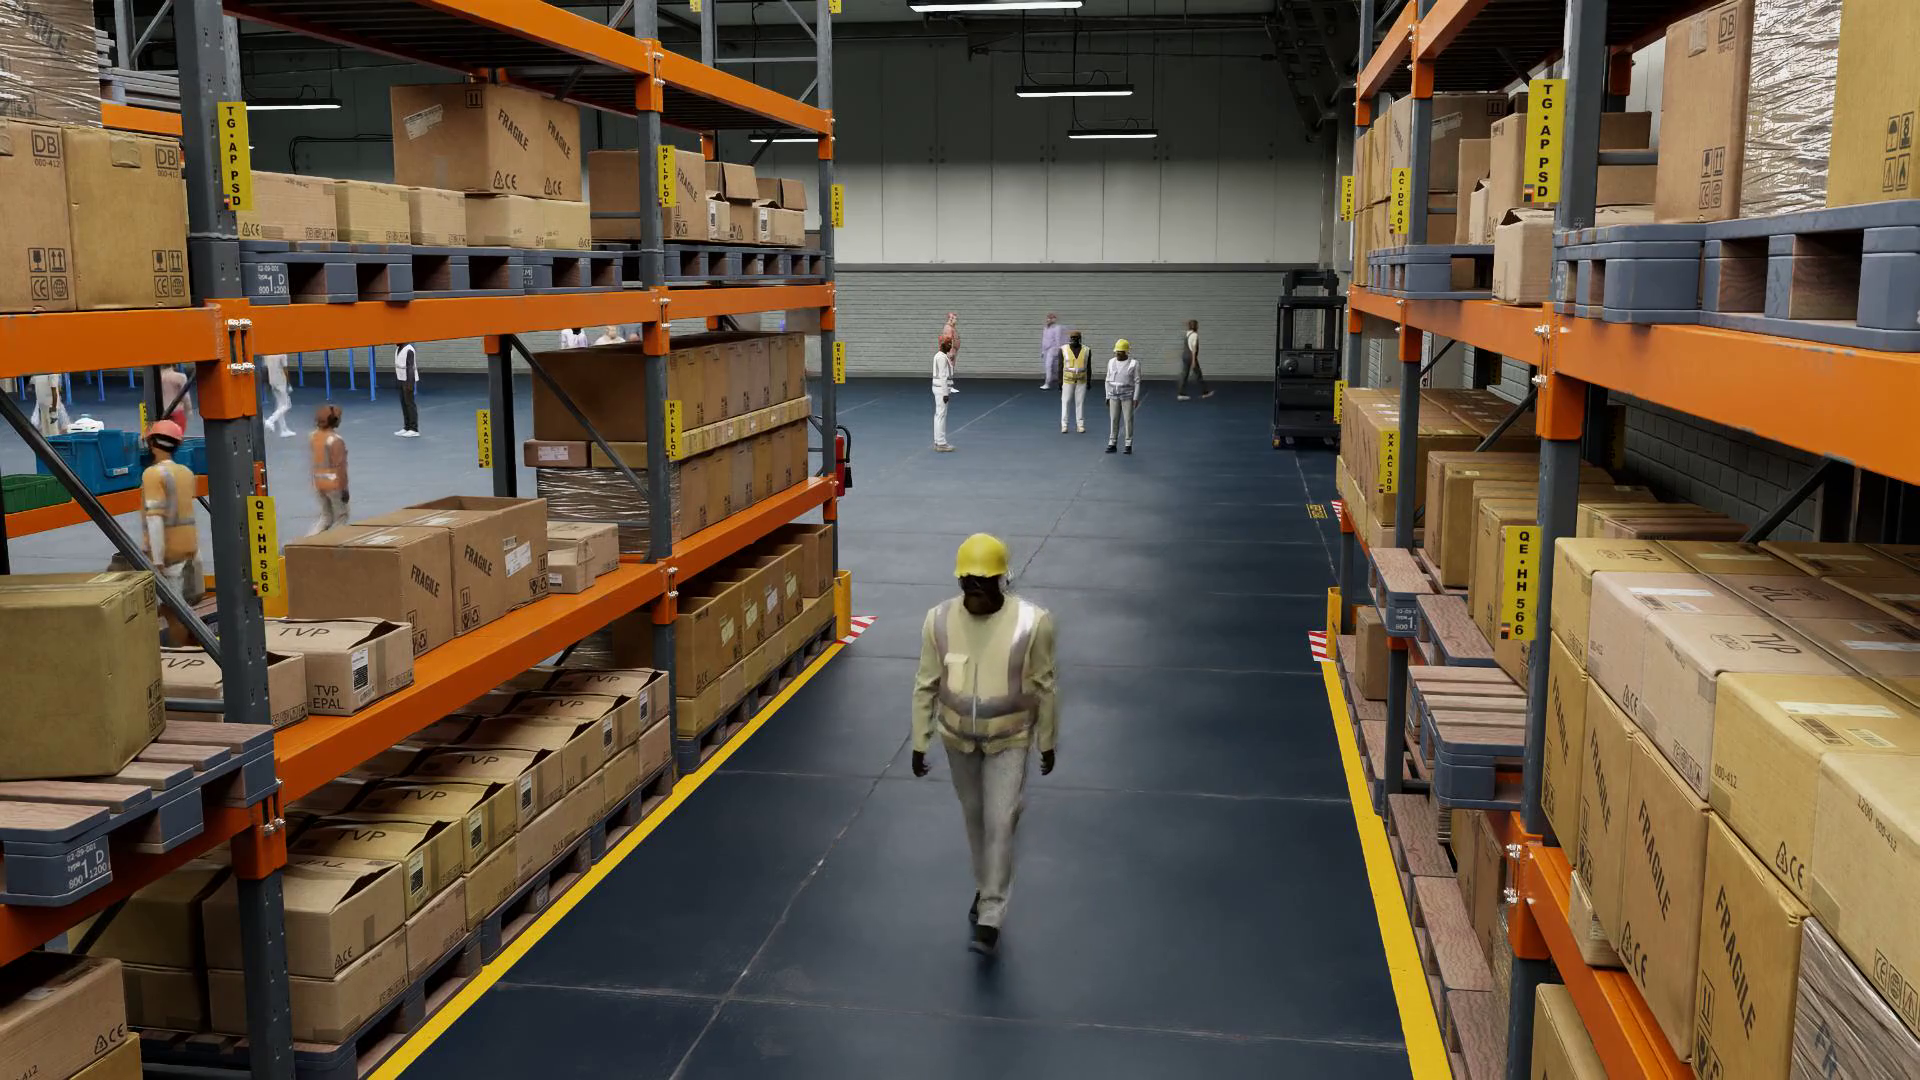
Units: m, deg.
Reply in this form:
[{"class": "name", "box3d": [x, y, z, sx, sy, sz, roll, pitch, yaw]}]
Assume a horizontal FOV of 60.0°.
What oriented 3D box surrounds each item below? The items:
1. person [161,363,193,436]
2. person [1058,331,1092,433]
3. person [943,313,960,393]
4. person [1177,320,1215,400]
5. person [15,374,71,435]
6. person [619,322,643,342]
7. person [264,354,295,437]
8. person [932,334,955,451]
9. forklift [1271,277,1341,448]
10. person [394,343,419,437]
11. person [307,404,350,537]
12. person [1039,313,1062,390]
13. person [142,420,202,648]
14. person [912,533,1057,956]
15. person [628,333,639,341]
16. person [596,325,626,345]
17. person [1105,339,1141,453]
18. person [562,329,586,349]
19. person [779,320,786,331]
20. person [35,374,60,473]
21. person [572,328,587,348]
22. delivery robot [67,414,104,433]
[{"class": "person", "box3d": [-11.665, -1.924, 24.572, 0.533, 1.747, 0.684, 2, 9, 9]}, {"class": "person", "box3d": [2.082, -2.867, 30.123, 0.624, 1.841, 0.430, -1, 9, -6]}, {"class": "person", "box3d": [-0.205, -4.502, 39.992, 0.411, 1.910, 0.643, -1, 9, -5]}, {"class": "person", "box3d": [5.321, -4.063, 37.599, 0.955, 1.800, 0.542, -4, 10, -24]}, {"class": "person", "box3d": [-16.124, -2.748, 29.184, 0.969, 1.898, 0.618, -7, 12, -37]}, {"class": "person", "box3d": [-8.577, -5.088, 43.529, 0.627, 1.934, 0.370, 1, 9, 5]}, {"class": "person", "box3d": [-12.000, -2.732, 29.227, 0.531, 1.858, 0.610, 5, 10, 27]}, {"class": "person", "box3d": [-0.273, -2.408, 27.143, 0.354, 1.886, 0.573, -1, 9, -8]}, {"class": "forklift", "box3d": [5.847, -3.016, 27.970, 1.129, 2.768, 1.873, 1, 9, 9]}, {"class": "person", "box3d": [-9.821, -2.805, 29.494, 0.390, 1.918, 0.590, -8, 12, -39]}, {"class": "person", "box3d": [-6.159, -0.512, 16.228, 0.535, 1.624, 0.501, 7, 12, 39]}, {"class": "person", "box3d": [2.283, -4.678, 41.120, 0.757, 1.884, 0.652, -5, 10, -28]}, {"class": "person", "box3d": [-5.515, 0.126, 11.556, 0.372, 1.887, 0.712, 0, 9, 0]}, {"class": "person", "box3d": [0.074, 0.871, 7.208, 0.618, 1.789, 0.886, 3, 10, 18]}, {"class": "person", "box3d": [-6.811, -3.524, 34.838, 0.525, 1.619, 0.572, -4, 10, -23]}, {"class": "person", "box3d": [-6.885, -3.367, 33.134, 0.670, 1.860, 0.907, -5, 10, -27]}, {"class": "person", "box3d": [2.598, -2.312, 26.746, 0.586, 1.823, 0.403, 5, 10, 28]}, {"class": "person", "box3d": [-8.975, -4.312, 38.754, 0.566, 1.927, 0.426, -1, 9, -4]}, {"class": "person", "box3d": [-3.454, -3.506, 33.813, 0.503, 1.918, 0.618, 5, 10, 28]}, {"class": "person", "box3d": [-13.088, -1.858, 23.846, 0.506, 1.863, 0.327, 7, 11, 36]}, {"class": "person", "box3d": [-8.055, -3.728, 35.164, 0.381, 1.922, 0.593, -3, 10, -18]}, {"class": "delivery robot", "box3d": [-14.491, -1.837, 27.560, 0.477, 0.478, 0.707, -1, 9, -5]}]
